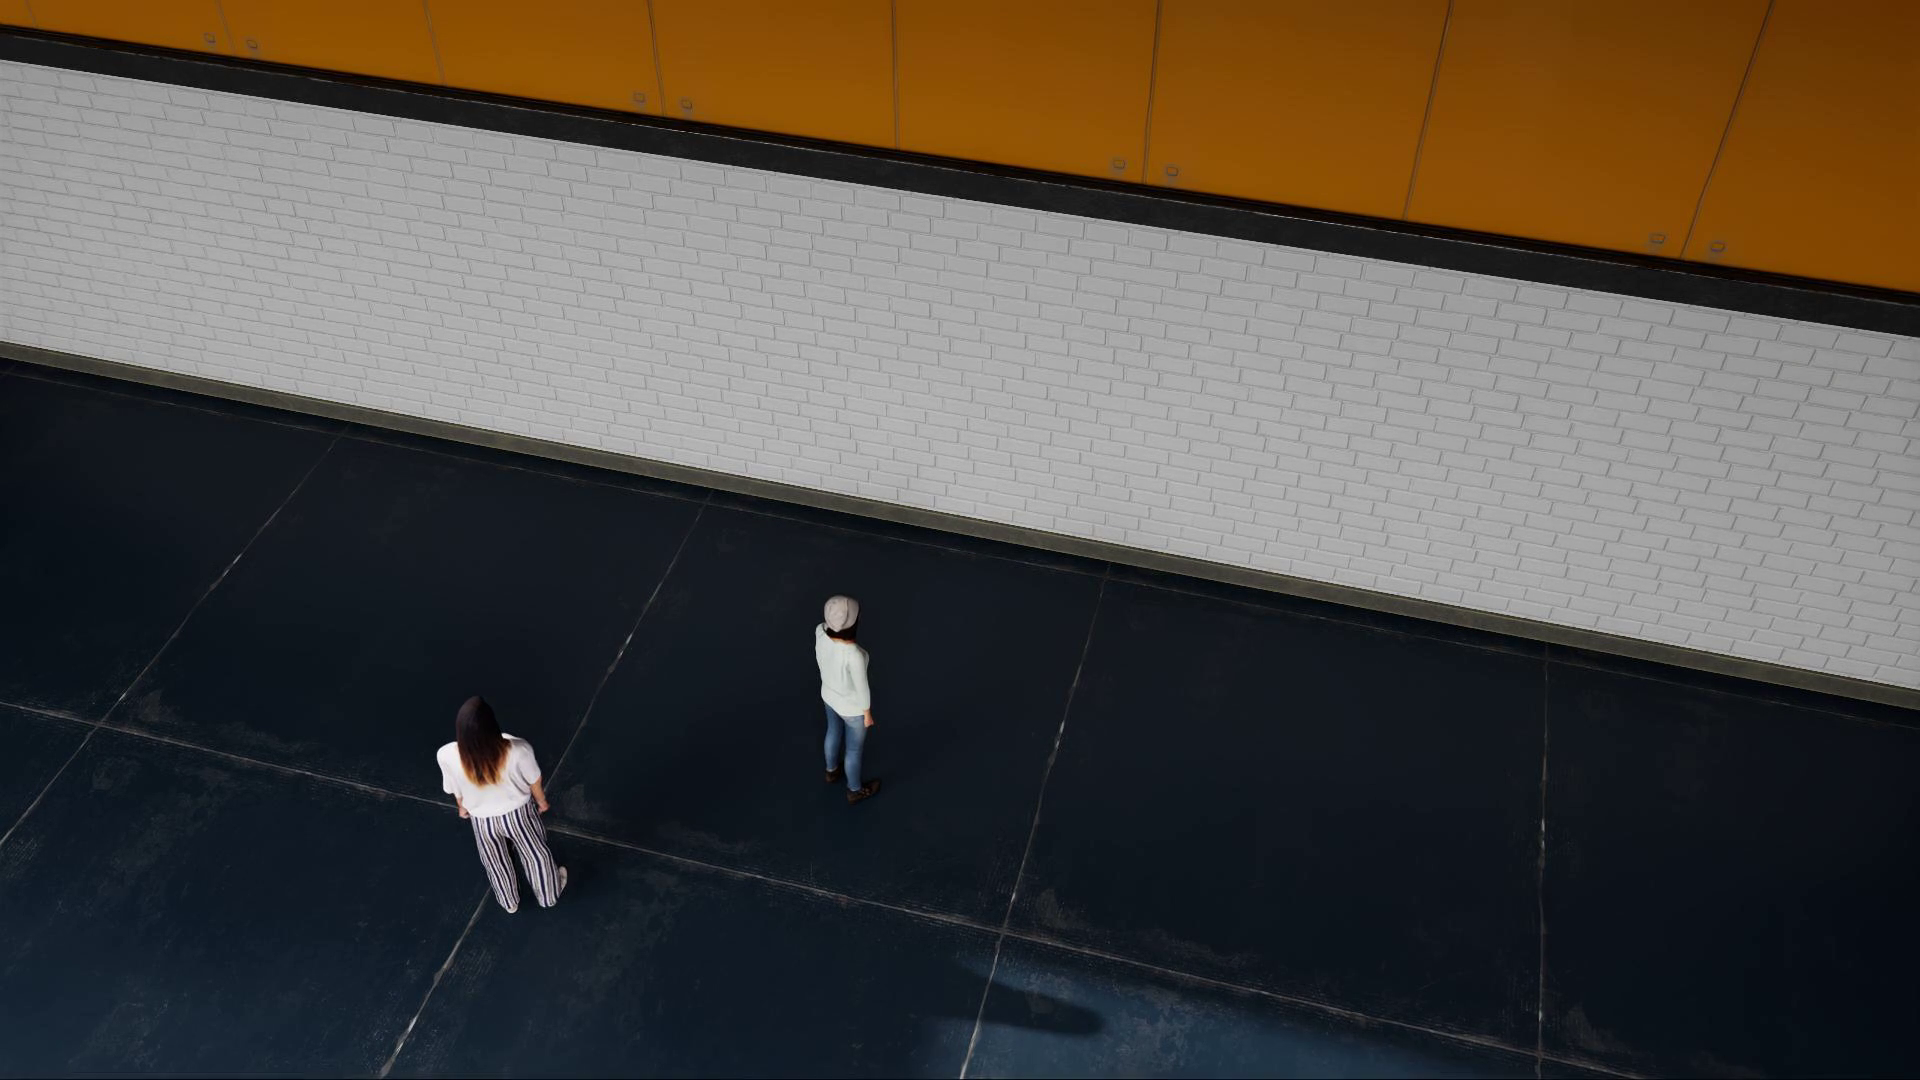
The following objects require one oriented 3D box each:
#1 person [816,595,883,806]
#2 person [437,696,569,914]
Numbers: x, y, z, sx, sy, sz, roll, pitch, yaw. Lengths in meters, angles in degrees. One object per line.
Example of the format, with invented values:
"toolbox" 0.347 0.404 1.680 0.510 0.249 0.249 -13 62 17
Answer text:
"person" -0.676 0.925 9.791 0.640 1.645 0.628 -33 52 -29
"person" -2.529 1.479 9.184 0.759 1.679 0.737 -3 44 -3
